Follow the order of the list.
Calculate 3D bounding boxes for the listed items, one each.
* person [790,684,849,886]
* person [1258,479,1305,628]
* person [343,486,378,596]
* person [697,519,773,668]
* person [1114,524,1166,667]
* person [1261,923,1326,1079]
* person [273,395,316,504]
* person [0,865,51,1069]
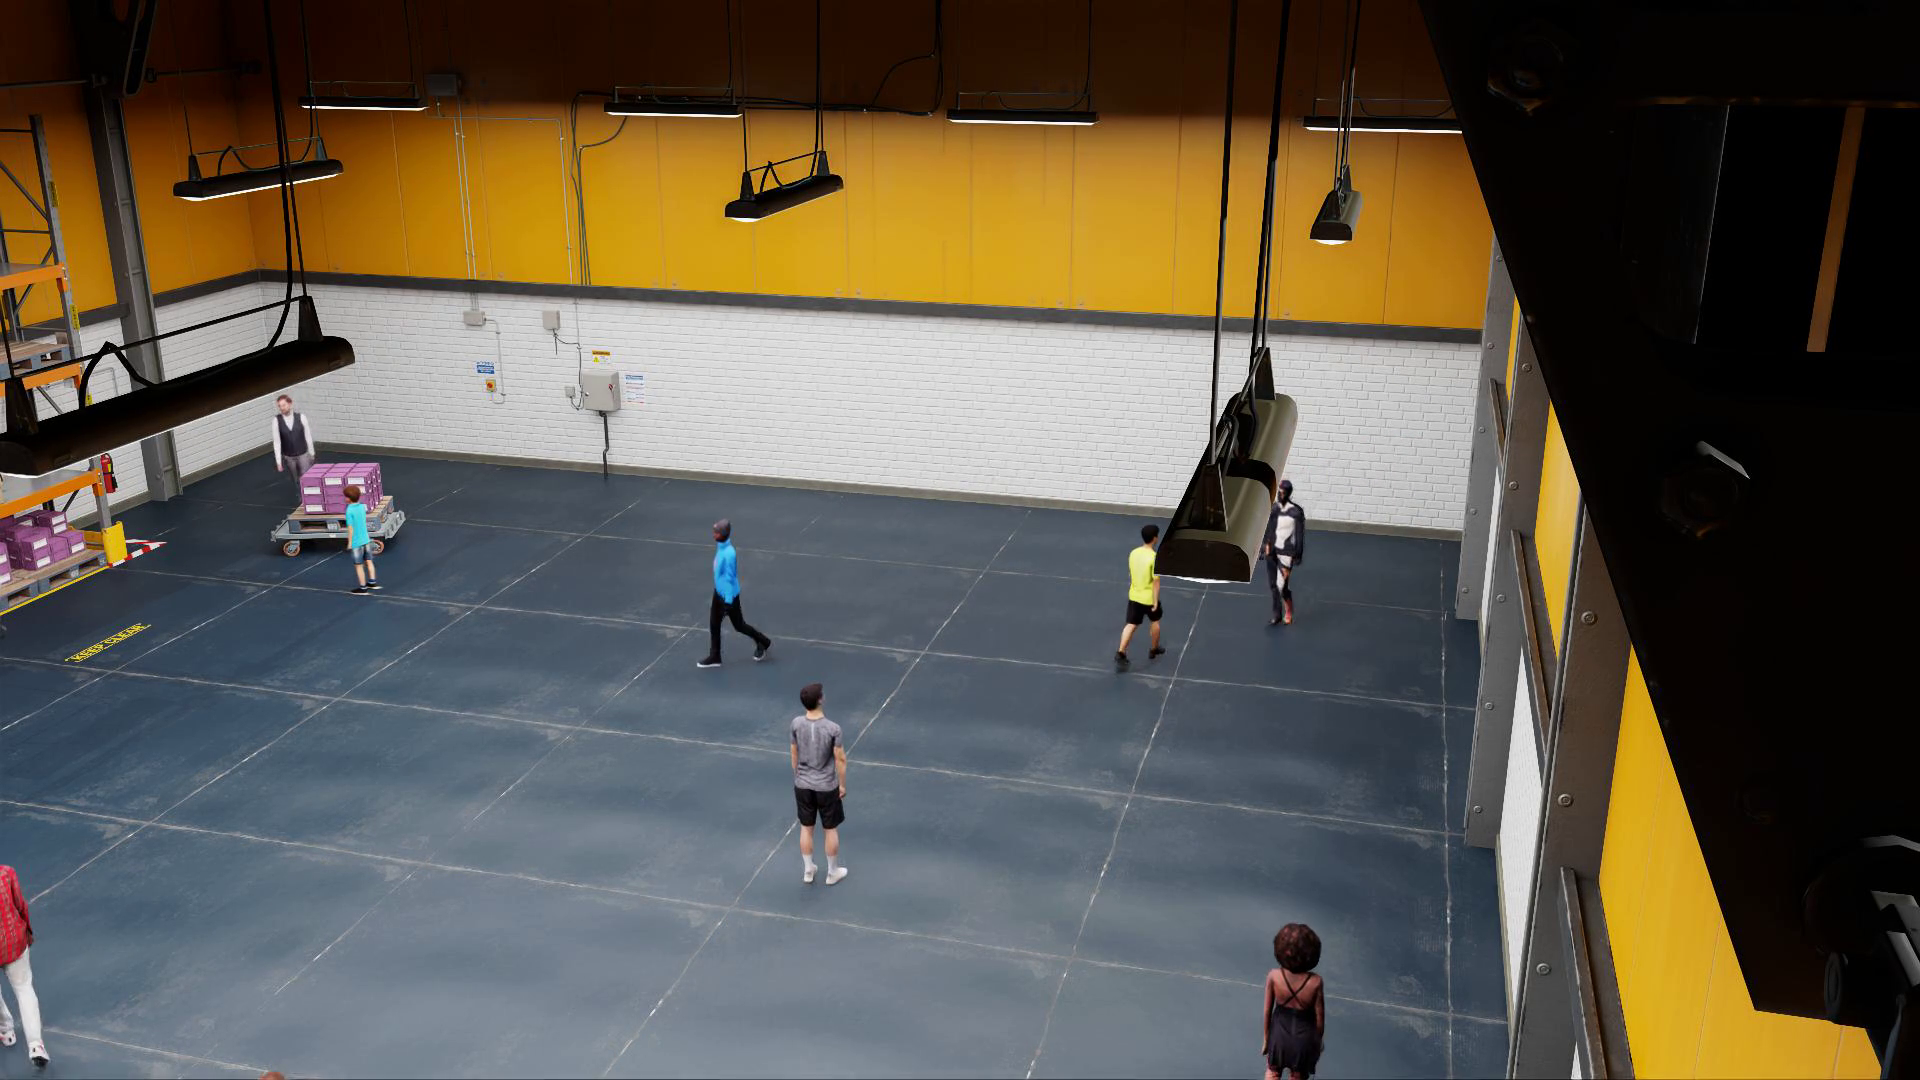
[{"bbox_3d":[-1.255,2.136,14.586,0.648,1.872,0.546,6,19,16],"label":"person"},{"bbox_3d":[4.000,0.144,20.489,0.786,1.881,0.798,16,24,39],"label":"person"},{"bbox_3d":[-7.819,-0.014,21.632,0.582,1.449,0.407,6,19,16],"label":"person"},{"bbox_3d":[-2.596,0.629,19.226,1.154,1.767,1.113,-10,21,-27],"label":"person"},{"bbox_3d":[2.080,0.673,19.240,0.902,1.674,1.167,14,23,36],"label":"person"},{"bbox_3d":[2.190,3.390,11.011,0.573,1.778,0.679,6,20,17],"label":"person"},{"bbox_3d":[-9.791,-1.262,24.619,0.898,1.909,1.011,-7,20,-19],"label":"person"},{"bbox_3d":[-6.979,3.010,12.111,1.209,1.796,1.165,-14,23,-36],"label":"person"}]
